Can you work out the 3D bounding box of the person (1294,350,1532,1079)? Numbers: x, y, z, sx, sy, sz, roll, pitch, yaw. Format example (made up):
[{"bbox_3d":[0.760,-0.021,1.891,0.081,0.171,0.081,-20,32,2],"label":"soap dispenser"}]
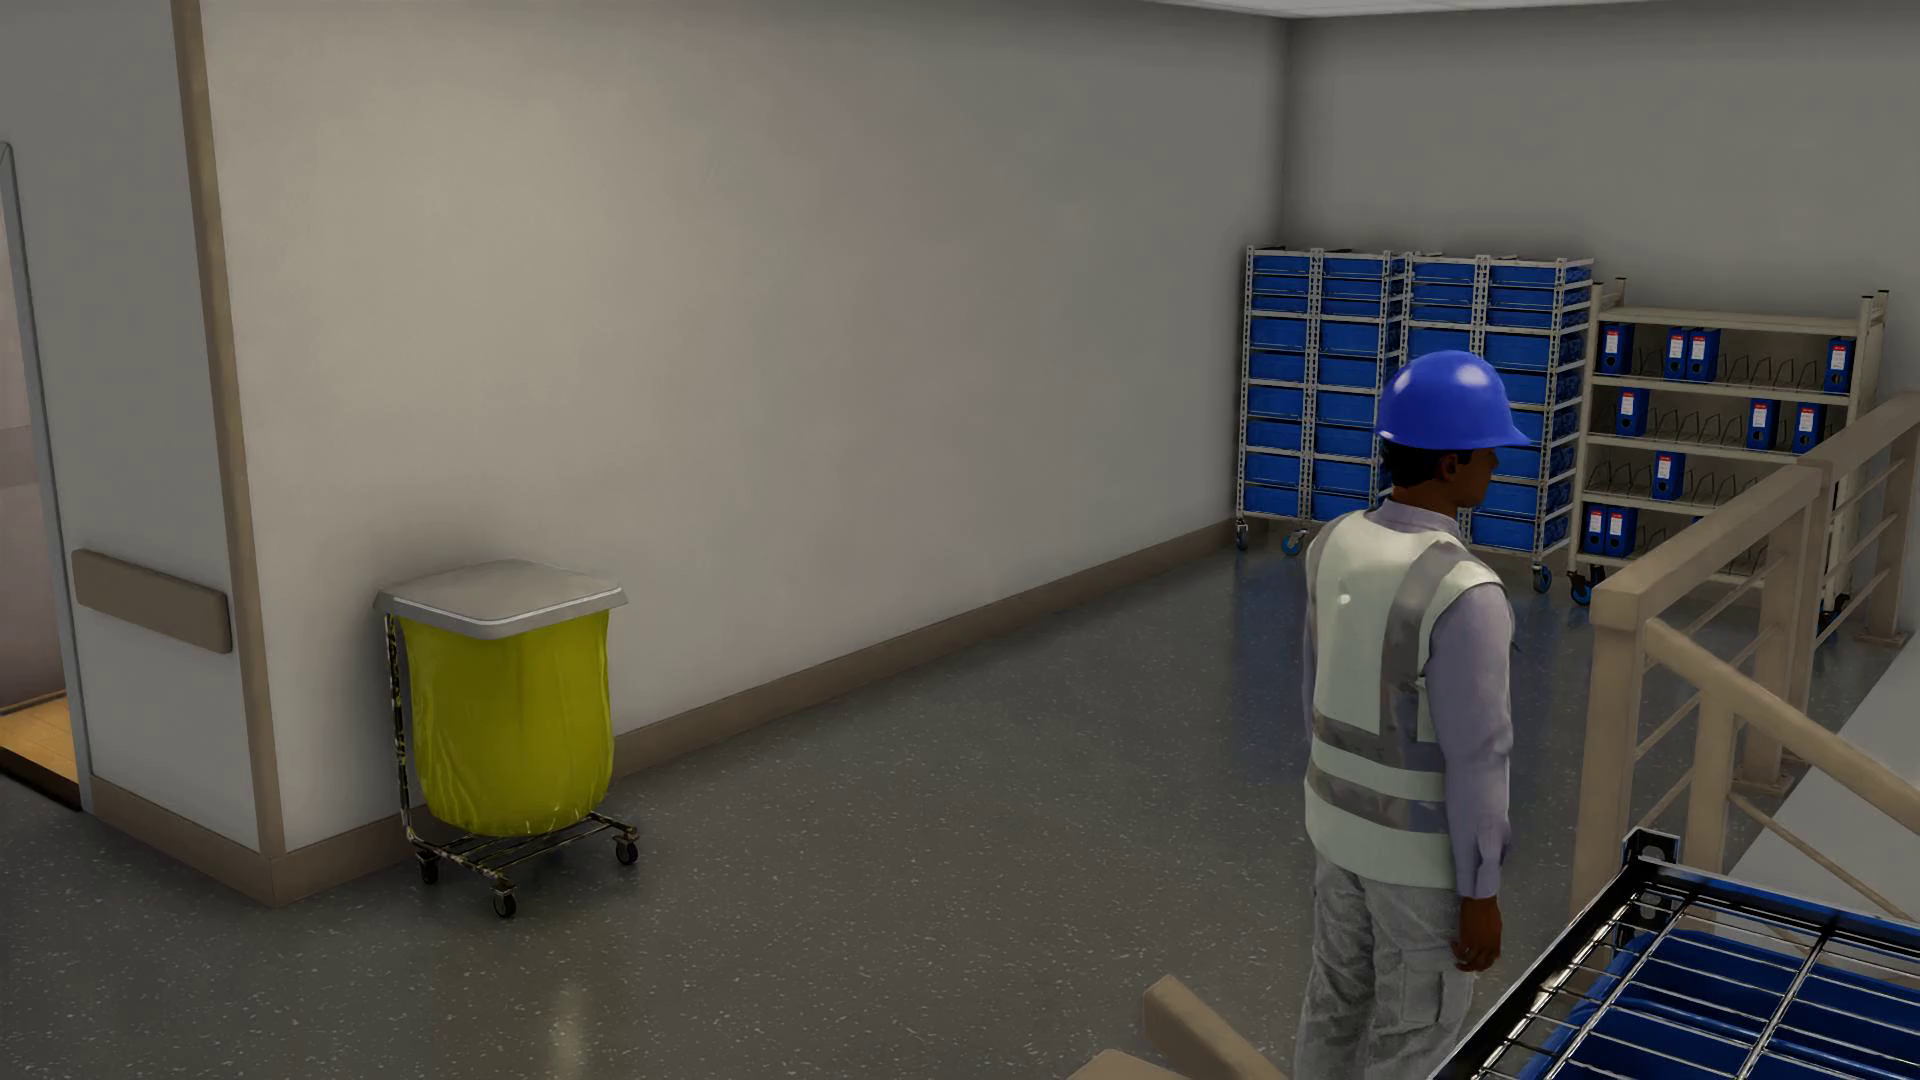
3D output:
[{"bbox_3d":[0.898,0.590,3.357,0.388,1.947,0.610,-4,14,-18],"label":"person"}]
